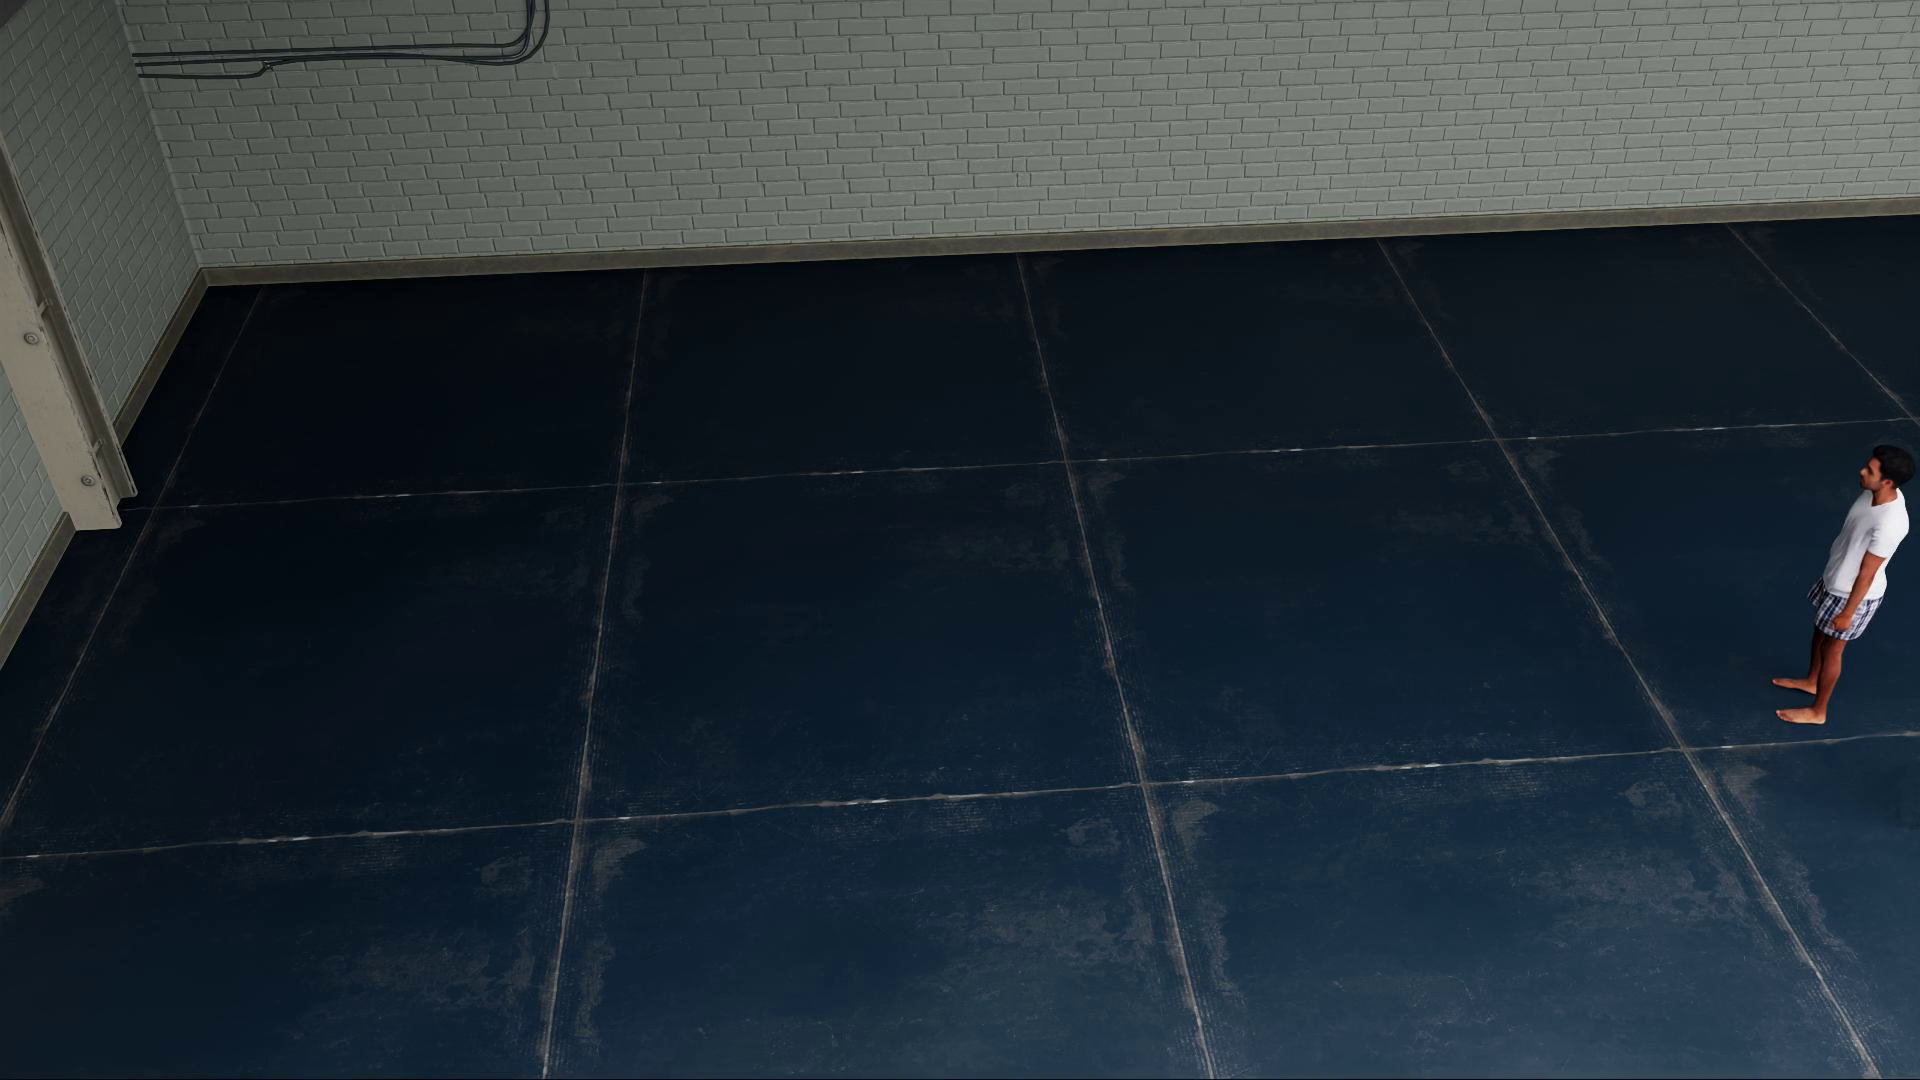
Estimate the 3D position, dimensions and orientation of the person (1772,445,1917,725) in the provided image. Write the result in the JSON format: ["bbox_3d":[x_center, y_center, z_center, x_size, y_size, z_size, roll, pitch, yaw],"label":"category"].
[{"bbox_3d":[4.755,0.239,8.874,0.750,1.727,0.592,9,39,12],"label":"person"}]
